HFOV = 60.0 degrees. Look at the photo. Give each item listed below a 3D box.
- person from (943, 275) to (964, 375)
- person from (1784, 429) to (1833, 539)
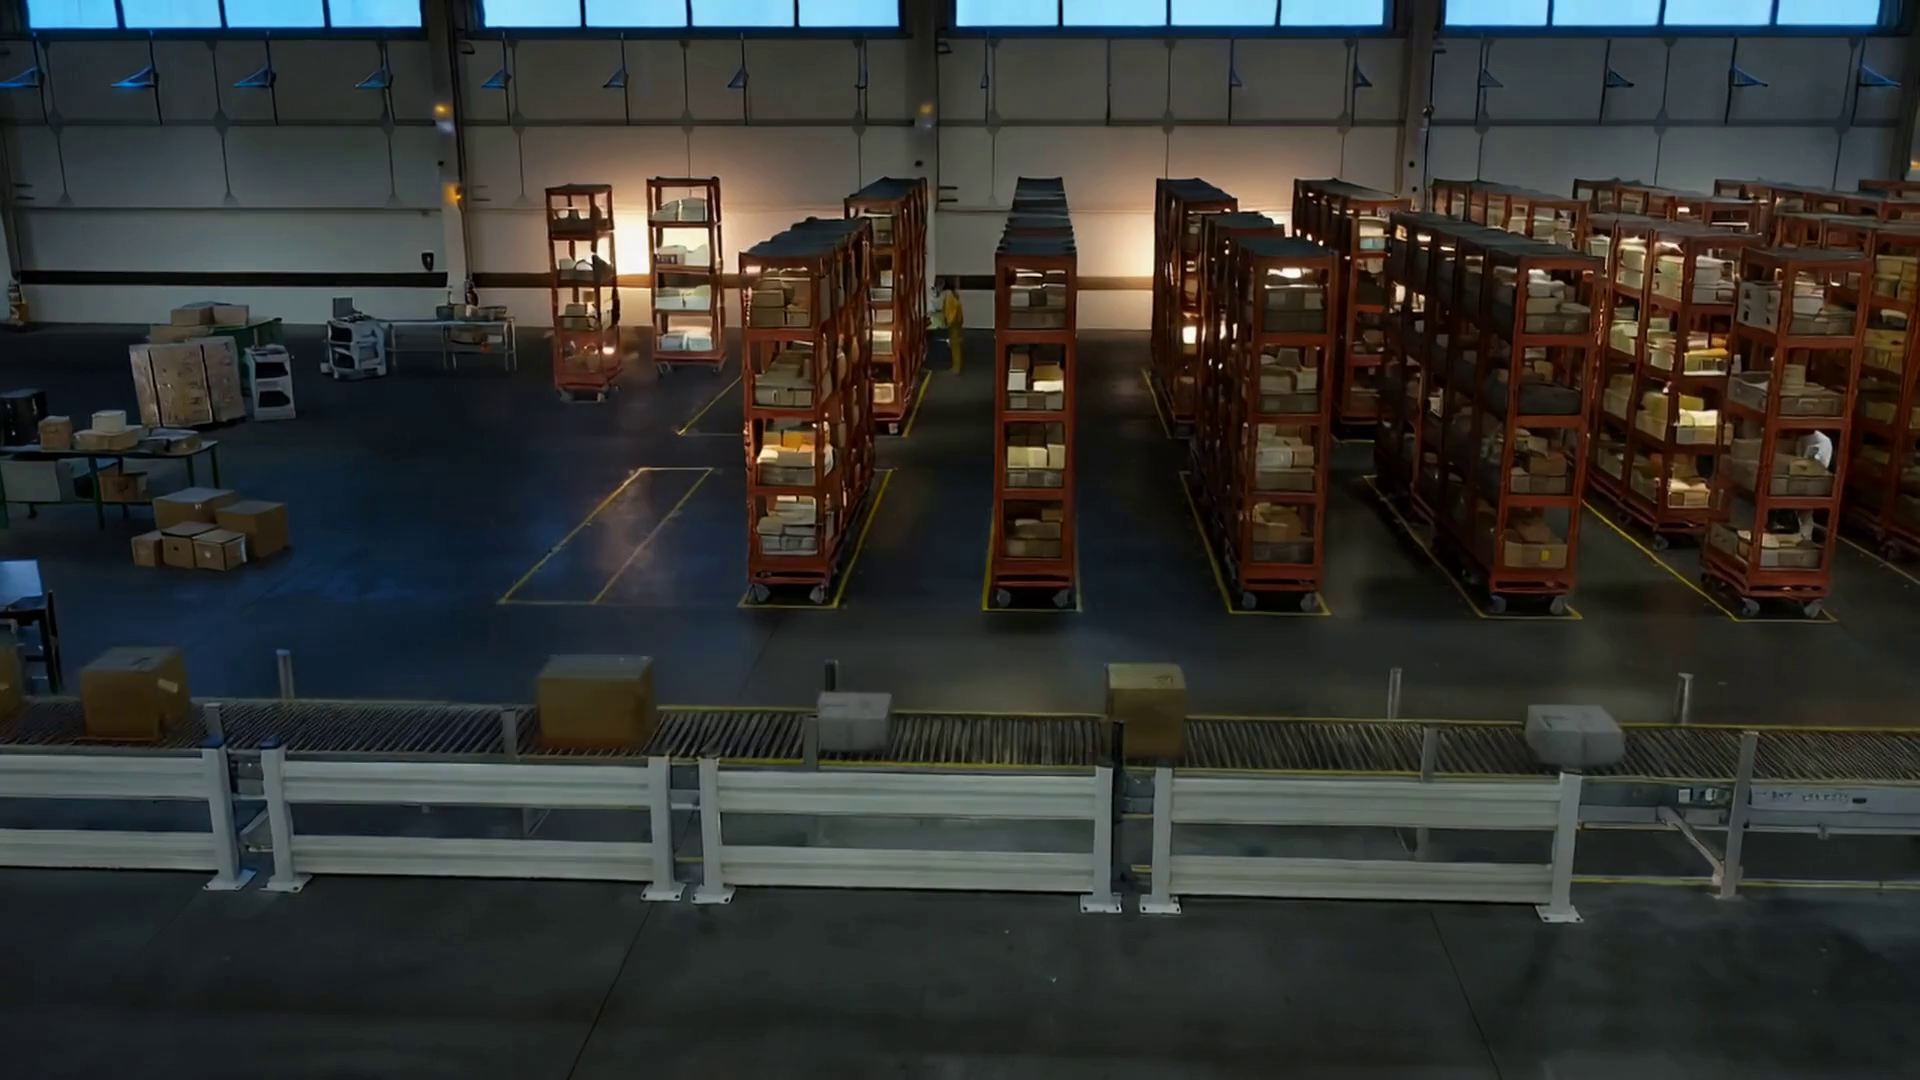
[{"bbox_3d":[-0.112,-3.992,30.869,0.375,1.837,0.570,-2,15,-8],"label":"person"},{"bbox_3d":[9.211,-0.593,18.257,0.404,1.836,0.600,-5,16,-17],"label":"person"}]
